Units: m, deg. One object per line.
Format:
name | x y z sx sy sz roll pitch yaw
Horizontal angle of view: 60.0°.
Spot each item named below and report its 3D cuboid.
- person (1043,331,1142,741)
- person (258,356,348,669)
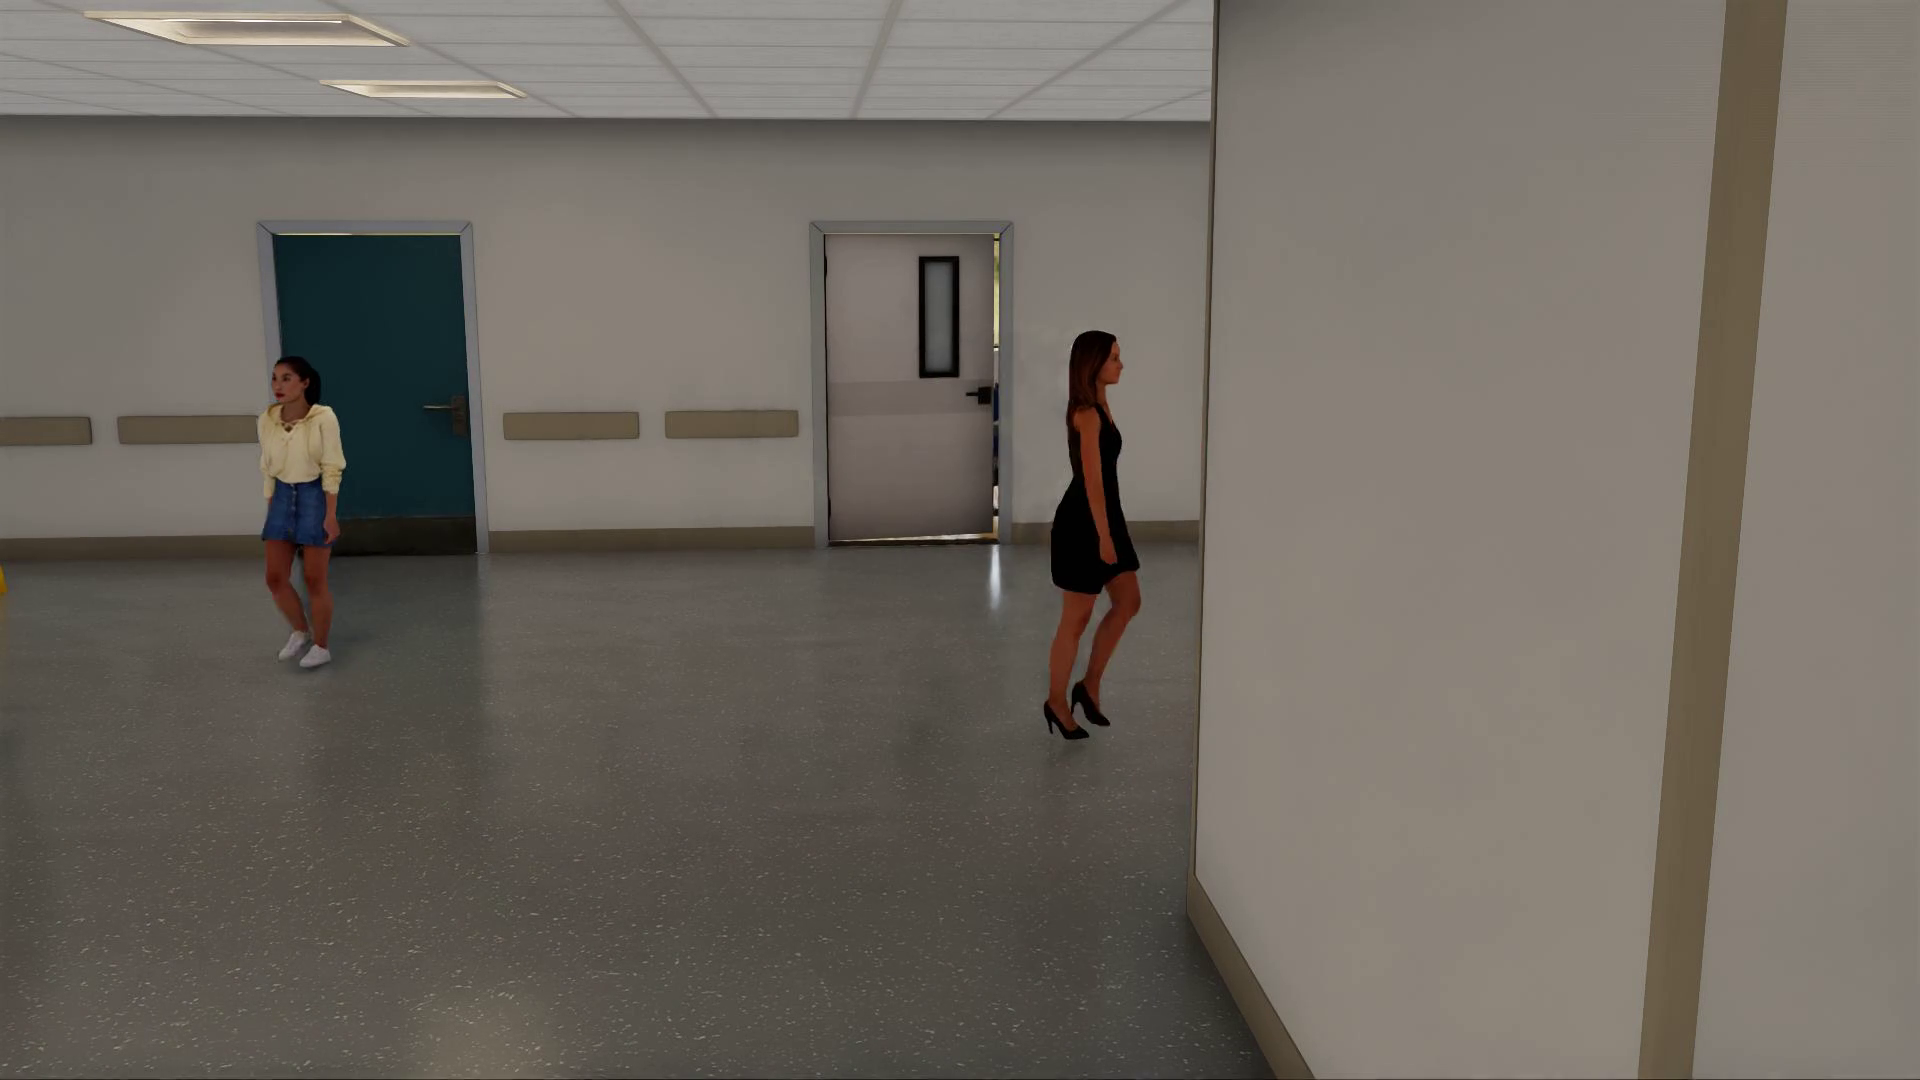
person | 0.478 0.005 7.314 0.725 1.822 0.670 2 11 11
person | -3.372 -0.149 8.668 0.599 1.620 0.753 1 11 7
